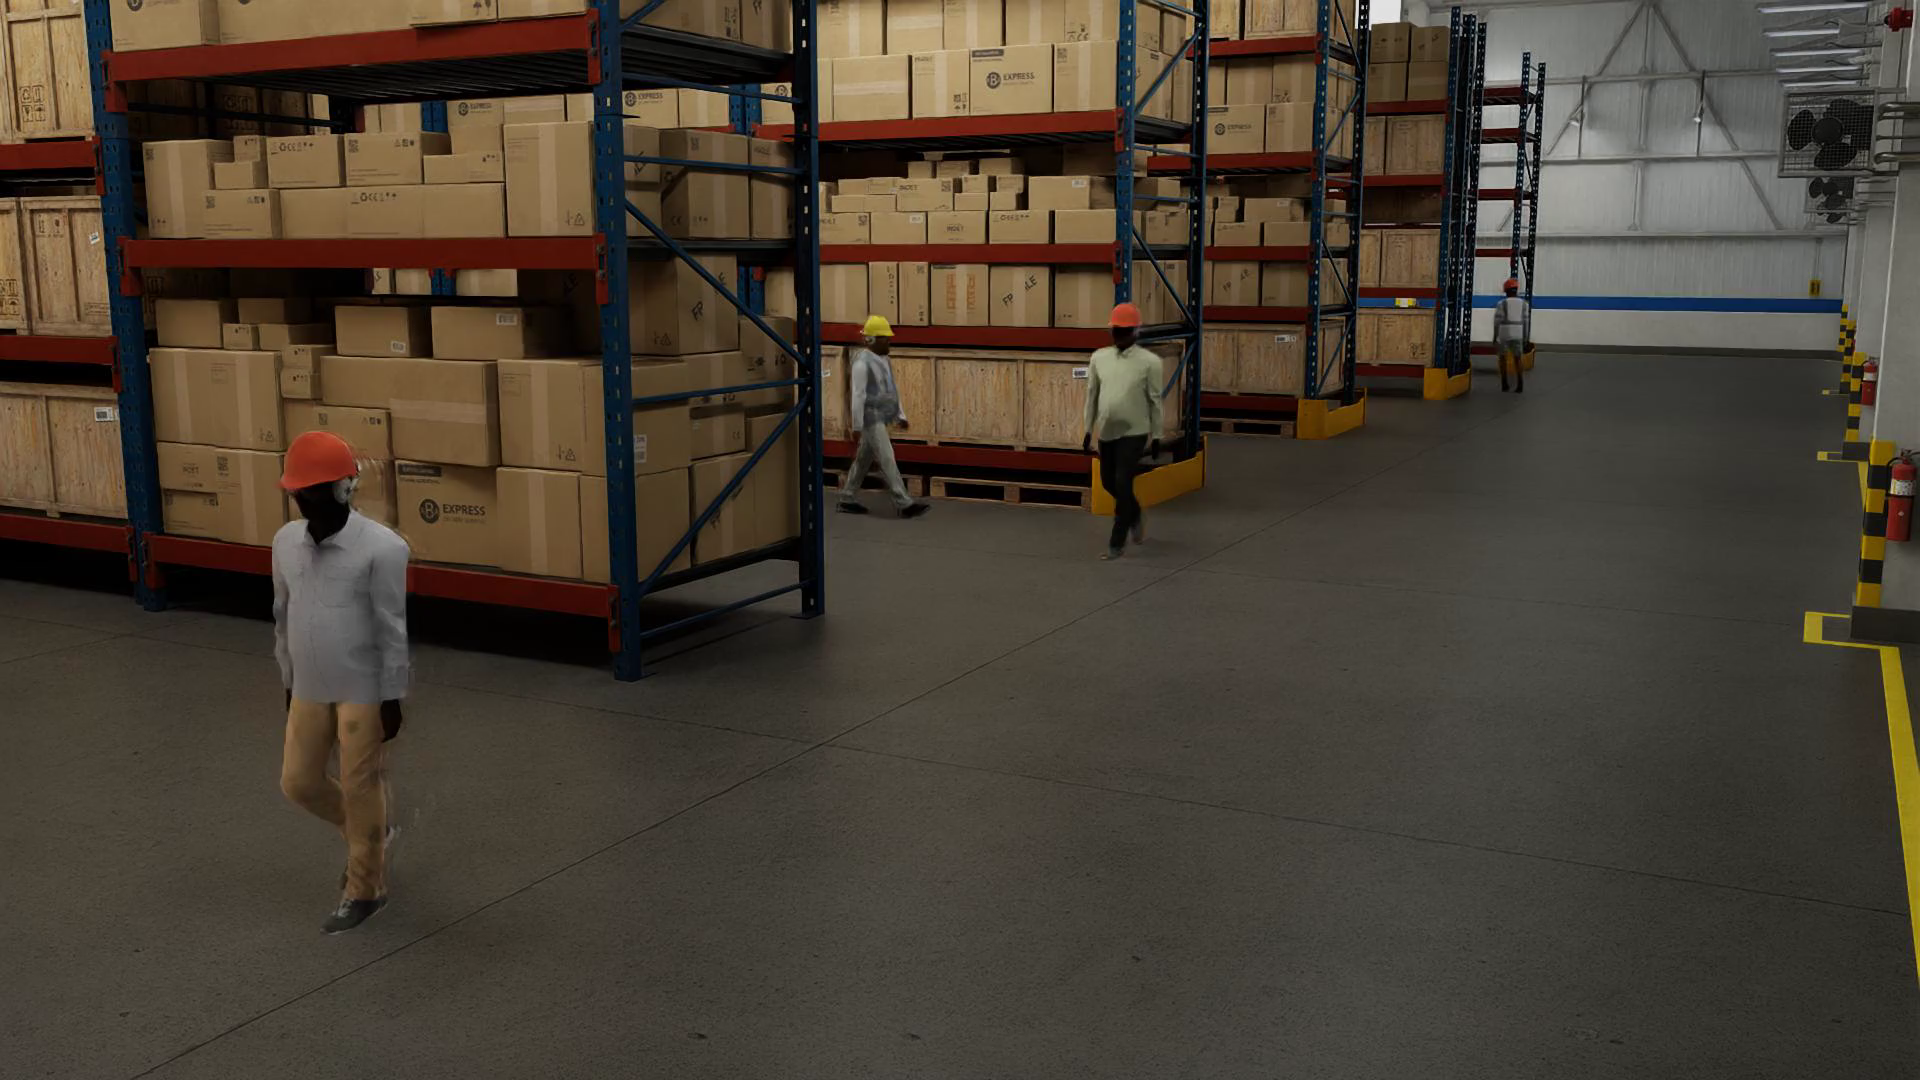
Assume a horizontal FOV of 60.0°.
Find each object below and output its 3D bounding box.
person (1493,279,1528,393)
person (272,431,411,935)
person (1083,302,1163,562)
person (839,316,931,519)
[{"bbox_3d":[9.237,-3.411,27.882,0.568,1.885,0.626,0,10,-2],"label":"person"},{"bbox_3d":[-2.138,0.480,5.777,0.566,1.737,0.423,3,10,19],"label":"person"},{"bbox_3d":[1.284,-0.858,12.871,0.621,1.971,0.896,6,12,32],"label":"person"},{"bbox_3d":[-0.696,-1.077,14.657,0.934,1.783,0.588,3,10,16],"label":"person"}]
